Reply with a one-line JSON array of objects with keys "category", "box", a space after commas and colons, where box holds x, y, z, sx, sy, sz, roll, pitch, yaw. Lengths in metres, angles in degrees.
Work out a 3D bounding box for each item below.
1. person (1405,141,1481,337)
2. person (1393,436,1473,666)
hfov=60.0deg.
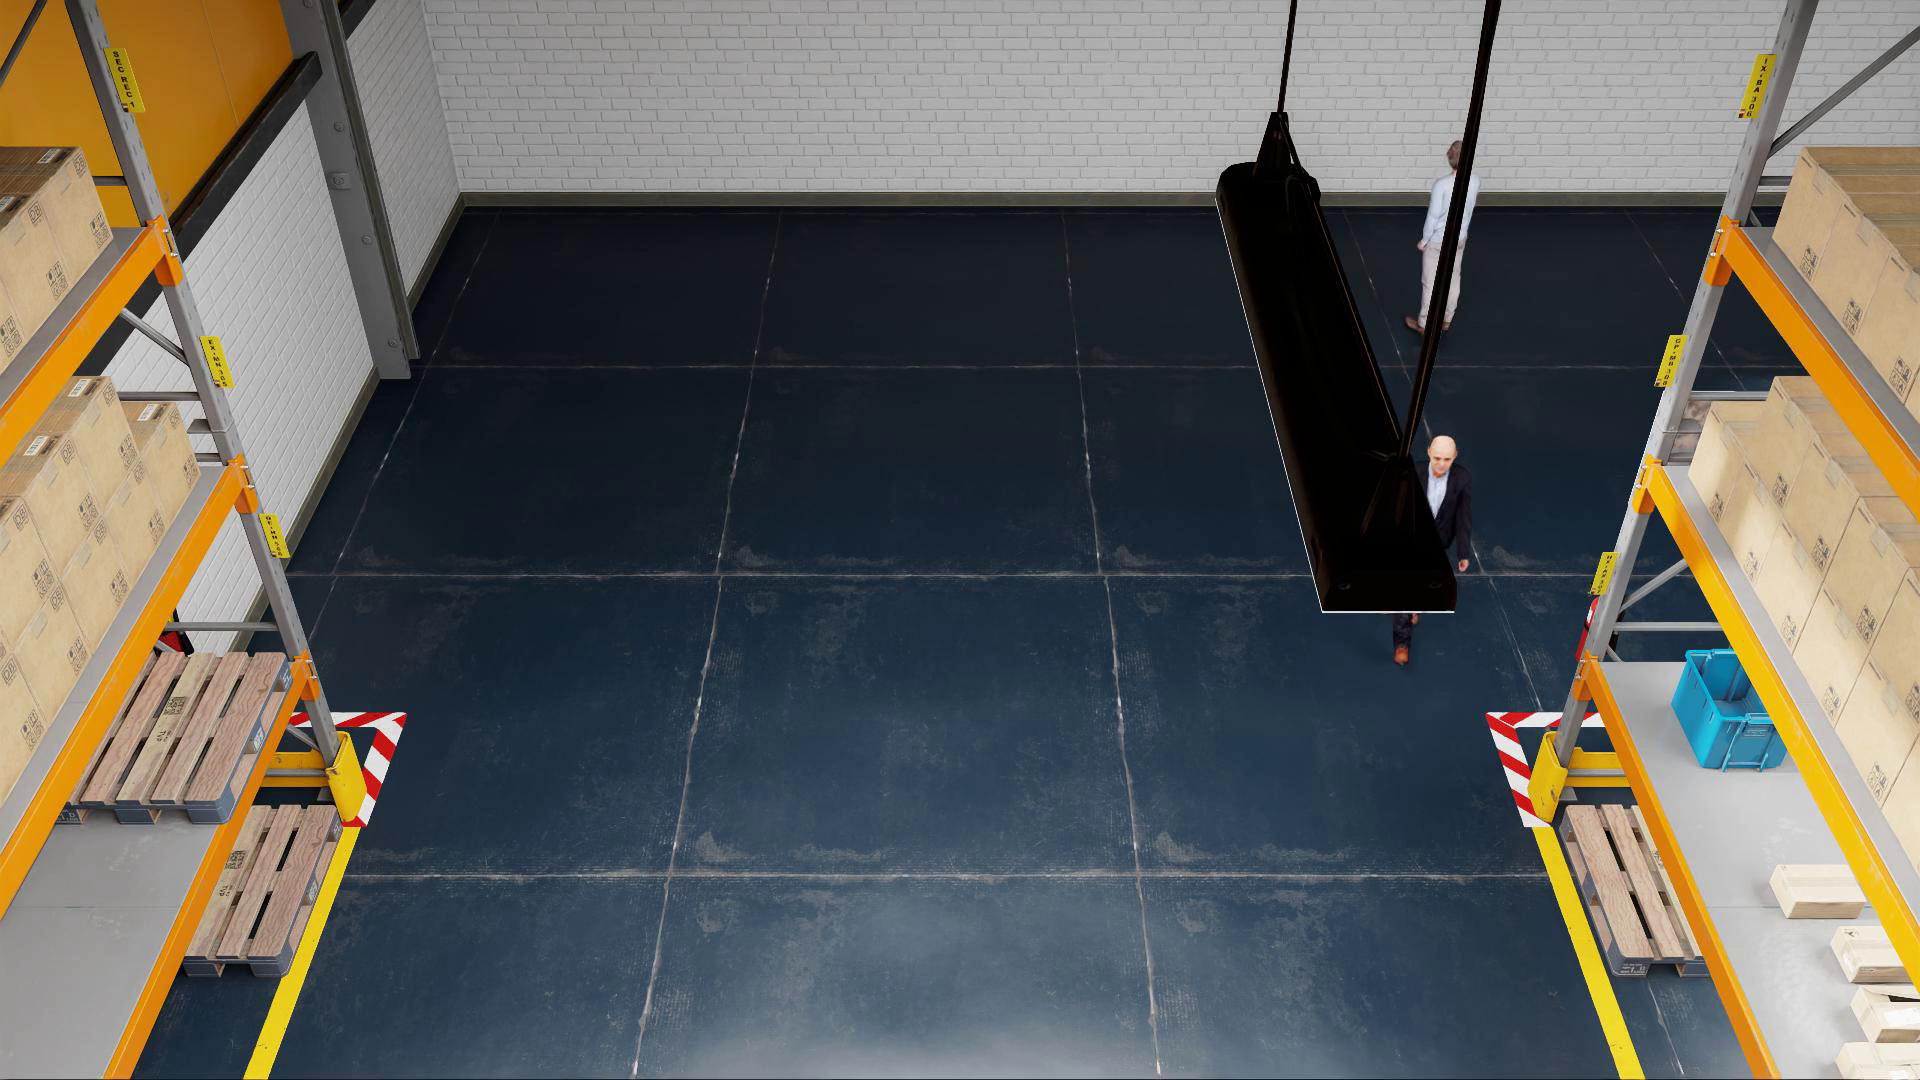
[{"category": "person", "box": [4.472, -2.765, 15.274, 0.731, 1.888, 0.693, -12, 40, -14]}, {"category": "person", "box": [3.351, -0.054, 11.985, 0.766, 1.757, 1.149, 3, 39, 4]}]
